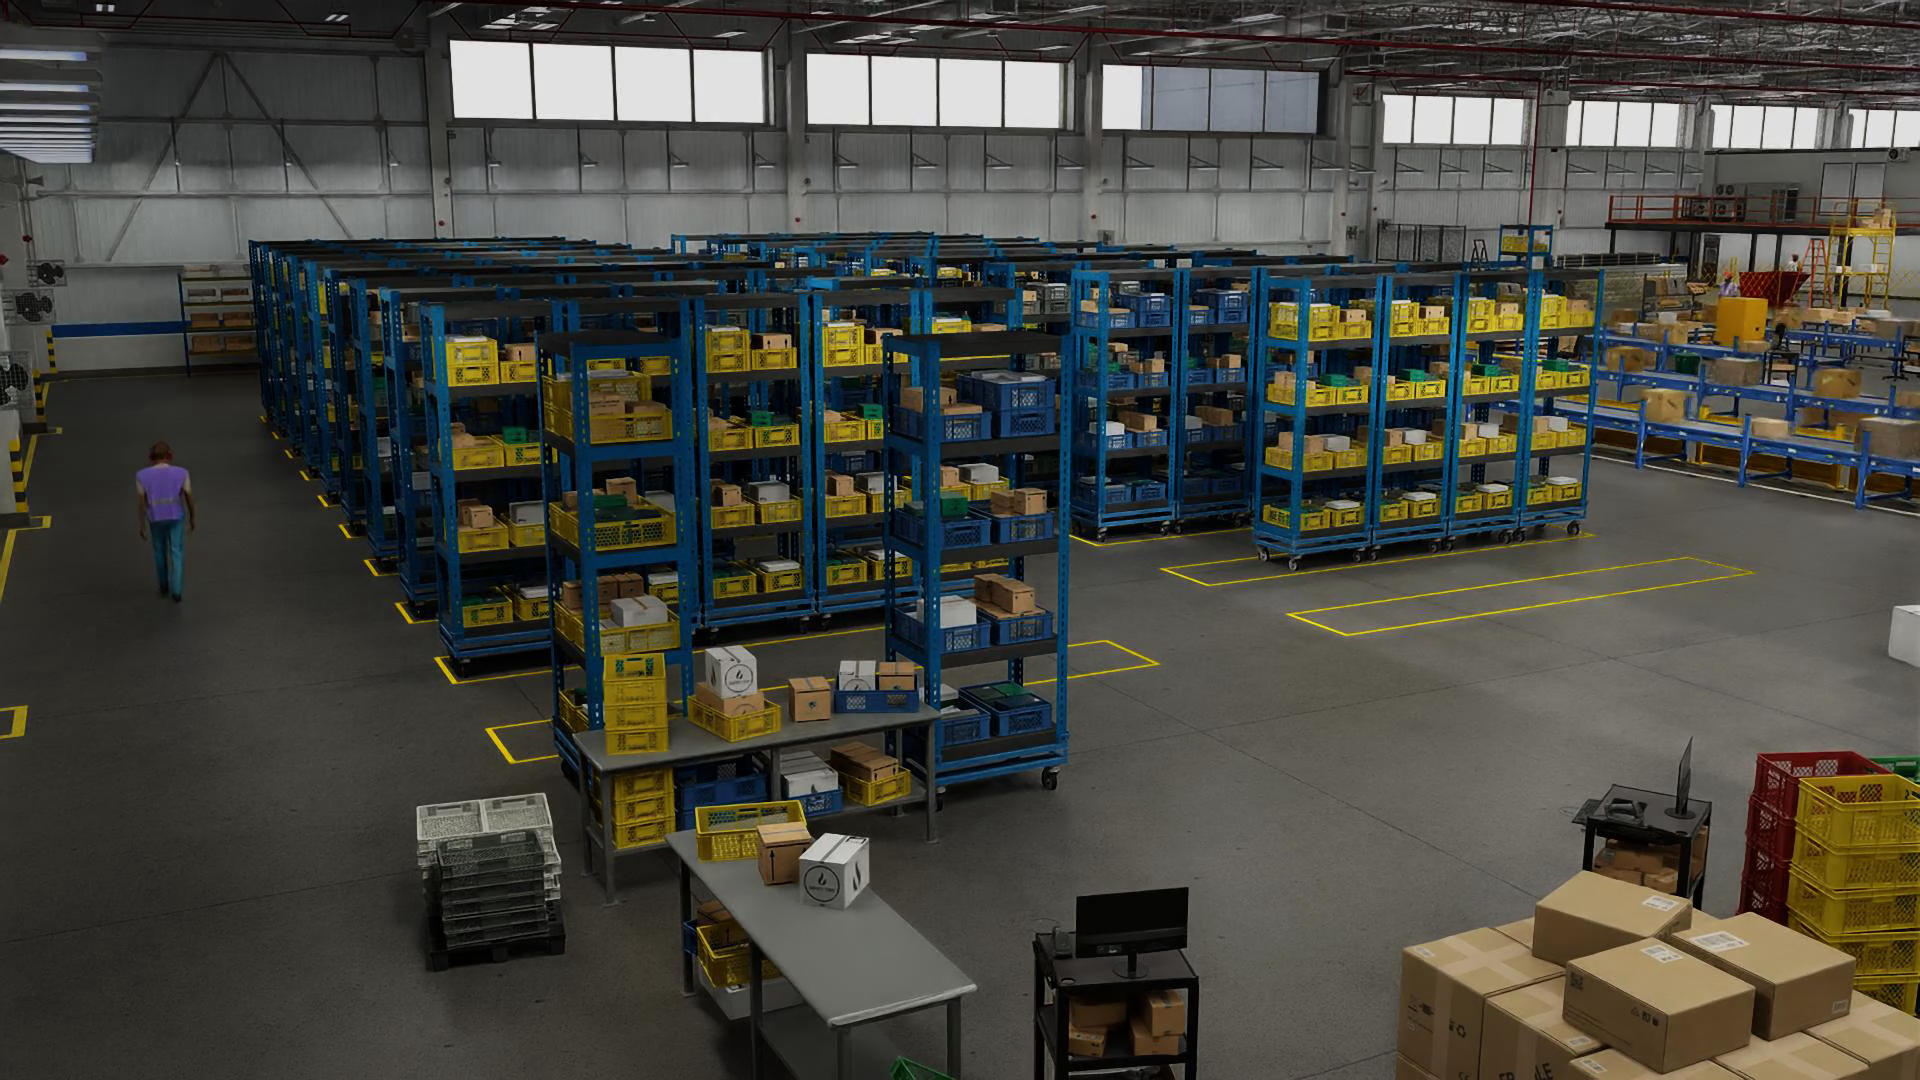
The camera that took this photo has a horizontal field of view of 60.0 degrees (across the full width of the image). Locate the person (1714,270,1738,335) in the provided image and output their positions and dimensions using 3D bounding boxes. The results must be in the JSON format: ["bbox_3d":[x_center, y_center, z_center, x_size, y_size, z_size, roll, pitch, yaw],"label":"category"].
[{"bbox_3d":[24.093,-7.441,52.282,0.395,2.044,0.609,-6,14,-28],"label":"person"}]

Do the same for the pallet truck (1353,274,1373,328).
[{"bbox_3d":[13.011,-8.050,55.243,0.823,1.965,1.885,-7,14,-28],"label":"pallet truck"}]

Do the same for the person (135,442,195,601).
[{"bbox_3d":[-9.125,-0.232,19.144,0.588,1.794,0.960,-6,13,-26],"label":"person"}]

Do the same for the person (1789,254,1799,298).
[{"bbox_3d":[34.446,-10.876,68.769,0.593,1.877,0.363,-9,15,-35],"label":"person"}]
